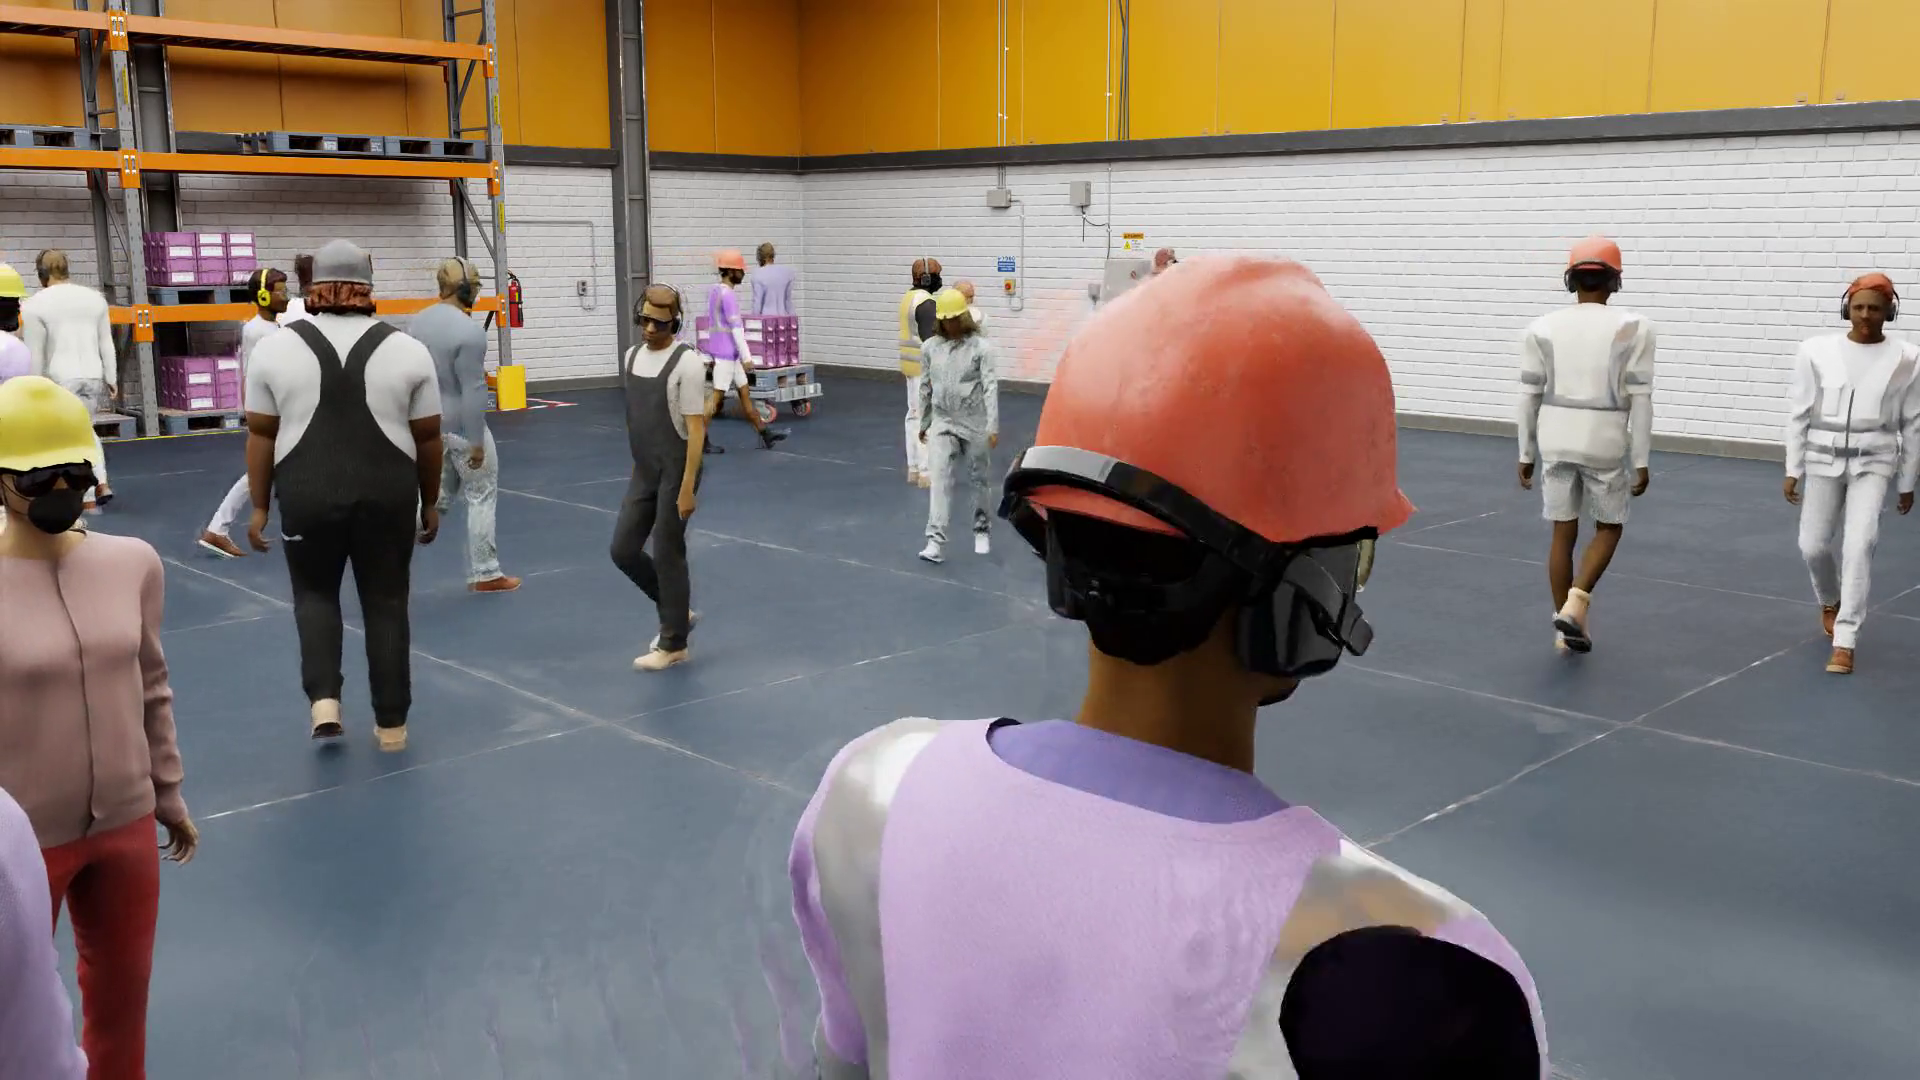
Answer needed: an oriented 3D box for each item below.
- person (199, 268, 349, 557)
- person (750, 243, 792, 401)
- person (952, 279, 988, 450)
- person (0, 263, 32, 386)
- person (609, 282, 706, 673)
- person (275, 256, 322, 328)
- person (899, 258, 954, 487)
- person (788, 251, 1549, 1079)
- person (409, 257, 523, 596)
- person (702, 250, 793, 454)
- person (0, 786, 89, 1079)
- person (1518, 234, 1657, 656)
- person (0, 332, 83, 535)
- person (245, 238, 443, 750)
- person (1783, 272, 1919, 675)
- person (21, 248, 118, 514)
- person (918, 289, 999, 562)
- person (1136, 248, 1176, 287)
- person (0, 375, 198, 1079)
[{"bbox_3d":[-4.349,-0.785,10.425,0.954,1.829,0.535,-3,11,-14],"label":"person"},{"bbox_3d":[-2.291,-2.642,20.320,0.341,1.922,0.698,8,13,38],"label":"person"},{"bbox_3d":[0.033,-1.602,15.416,0.511,1.623,0.667,-3,11,-17],"label":"person"},{"bbox_3d":[-4.977,-0.467,8.522,0.604,1.894,0.936,5,11,24],"label":"person"},{"bbox_3d":[-1.399,-0.275,7.667,0.548,1.812,0.408,10,14,42],"label":"person"},{"bbox_3d":[-4.733,-1.160,12.356,0.610,1.857,1.019,-3,11,-18],"label":"person"},{"bbox_3d":[-0.268,-1.352,13.463,0.429,1.844,0.626,-3,11,-18],"label":"person"},{"bbox_3d":[0.077,0.804,1.236,0.612,2.020,0.899,7,13,34],"label":"person"},{"bbox_3d":[-2.864,-0.592,9.146,0.629,1.914,0.810,8,13,38],"label":"person"},{"bbox_3d":[-2.055,-1.735,15.435,1.017,1.878,0.560,-3,11,-17],"label":"person"},{"bbox_3d":[-1.080,0.808,1.505,0.648,1.907,0.401,-2,11,-10],"label":"person"},{"bbox_3d":[2.964,-0.431,7.920,0.627,2.027,0.482,7,13,35],"label":"person"},{"bbox_3d":[-6.173,-0.909,10.727,0.669,1.960,0.692,8,13,38],"label":"person"},{"bbox_3d":[-2.408,-0.183,6.543,0.743,2.000,0.550,-4,11,-20],"label":"person"},{"bbox_3d":[4.245,-0.340,7.901,0.569,1.860,0.772,7,13,35],"label":"person"},{"bbox_3d":[-6.466,-1.141,12.080,0.465,1.922,0.655,6,12,28],"label":"person"},{"bbox_3d":[-0.024,-0.705,10.344,0.556,1.686,0.878,3,11,17],"label":"person"},{"bbox_3d":[2.058,-2.003,16.873,0.417,1.896,0.642,-6,12,-30],"label":"person"},{"bbox_3d":[-1.717,0.566,3.211,0.326,1.767,0.533,6,12,28],"label":"person"}]
